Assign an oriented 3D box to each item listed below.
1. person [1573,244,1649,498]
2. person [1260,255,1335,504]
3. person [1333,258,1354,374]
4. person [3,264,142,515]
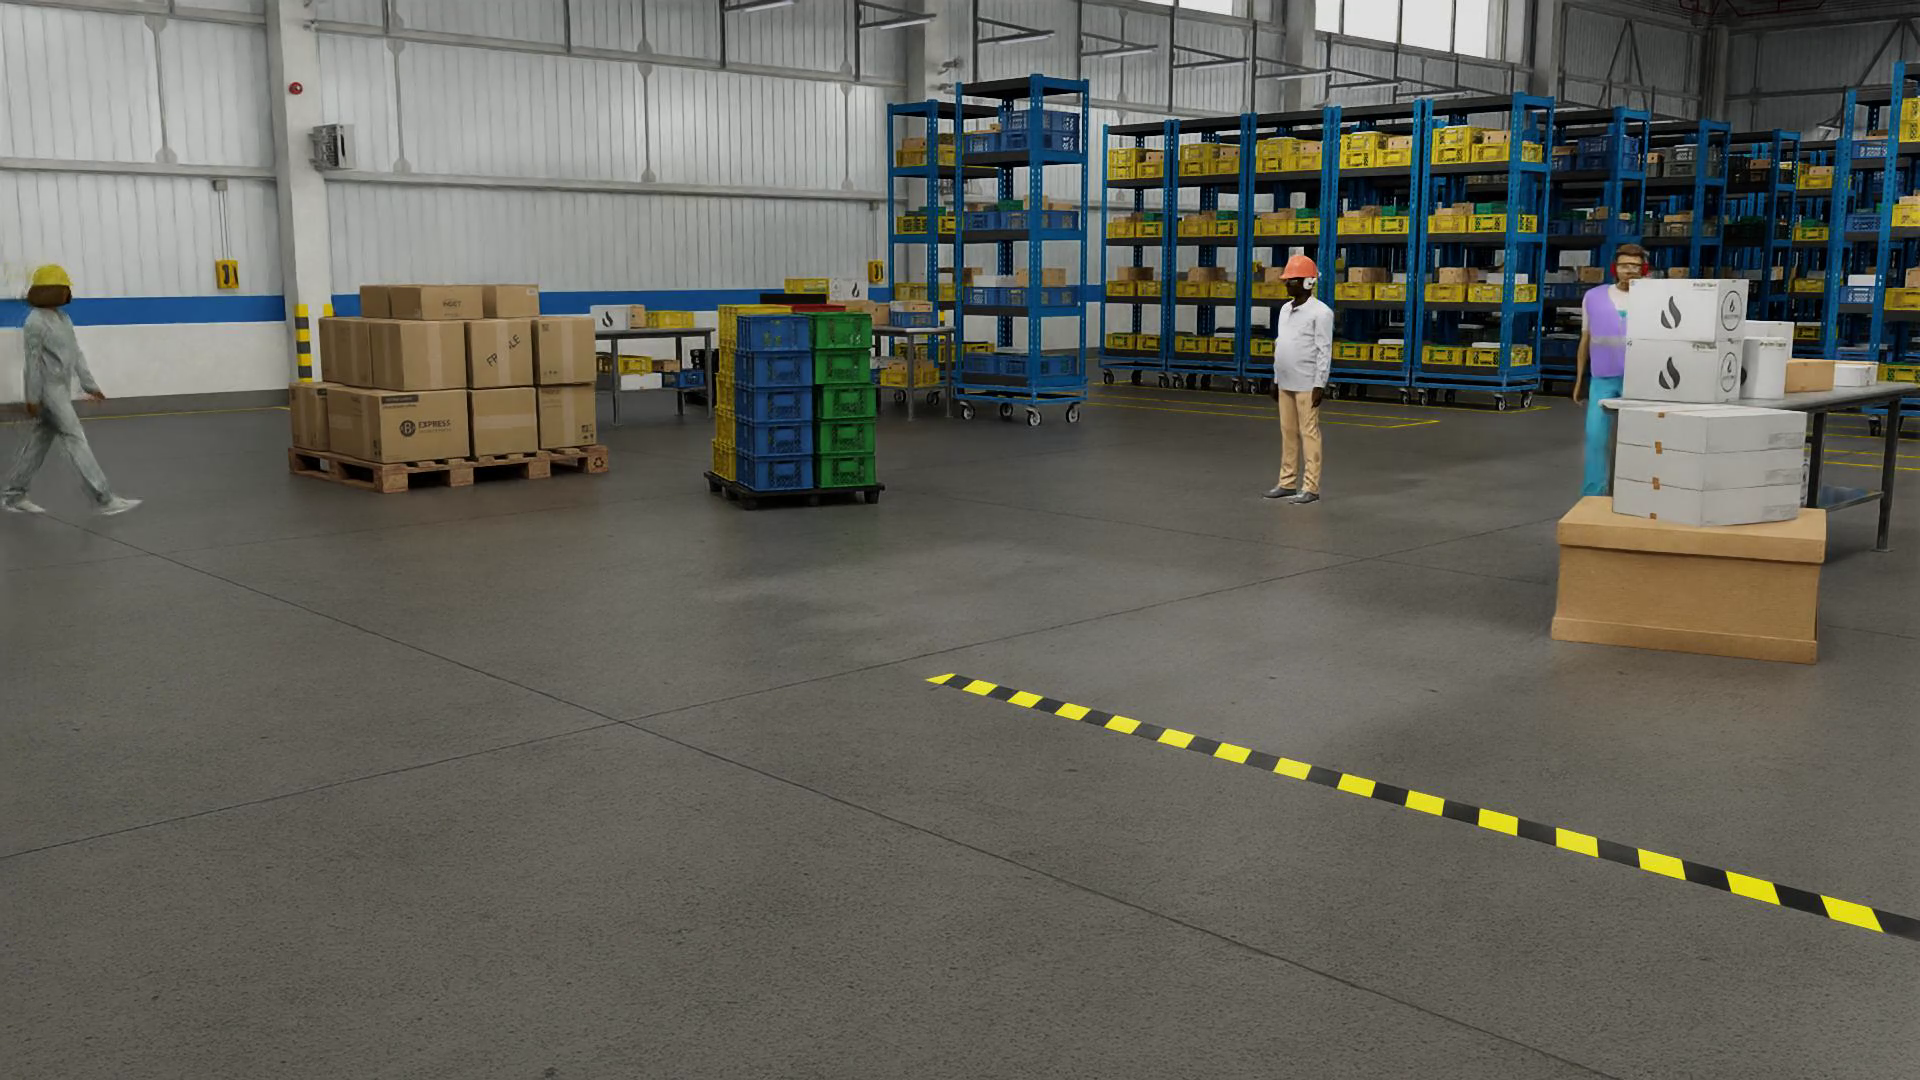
[{"bbox_3d":[4.342,-1.025,10.953,0.608,1.811,0.817,5,11,28],"label":"person"},{"bbox_3d":[2.395,-1.133,11.803,0.327,1.752,0.562,-5,11,-26],"label":"person"},{"bbox_3d":[5.739,-3.464,25.750,0.581,1.789,0.956,-8,12,-39],"label":"person"},{"bbox_3d":[-6.062,-0.995,11.163,0.925,1.695,0.502,-1,10,-9],"label":"person"}]
